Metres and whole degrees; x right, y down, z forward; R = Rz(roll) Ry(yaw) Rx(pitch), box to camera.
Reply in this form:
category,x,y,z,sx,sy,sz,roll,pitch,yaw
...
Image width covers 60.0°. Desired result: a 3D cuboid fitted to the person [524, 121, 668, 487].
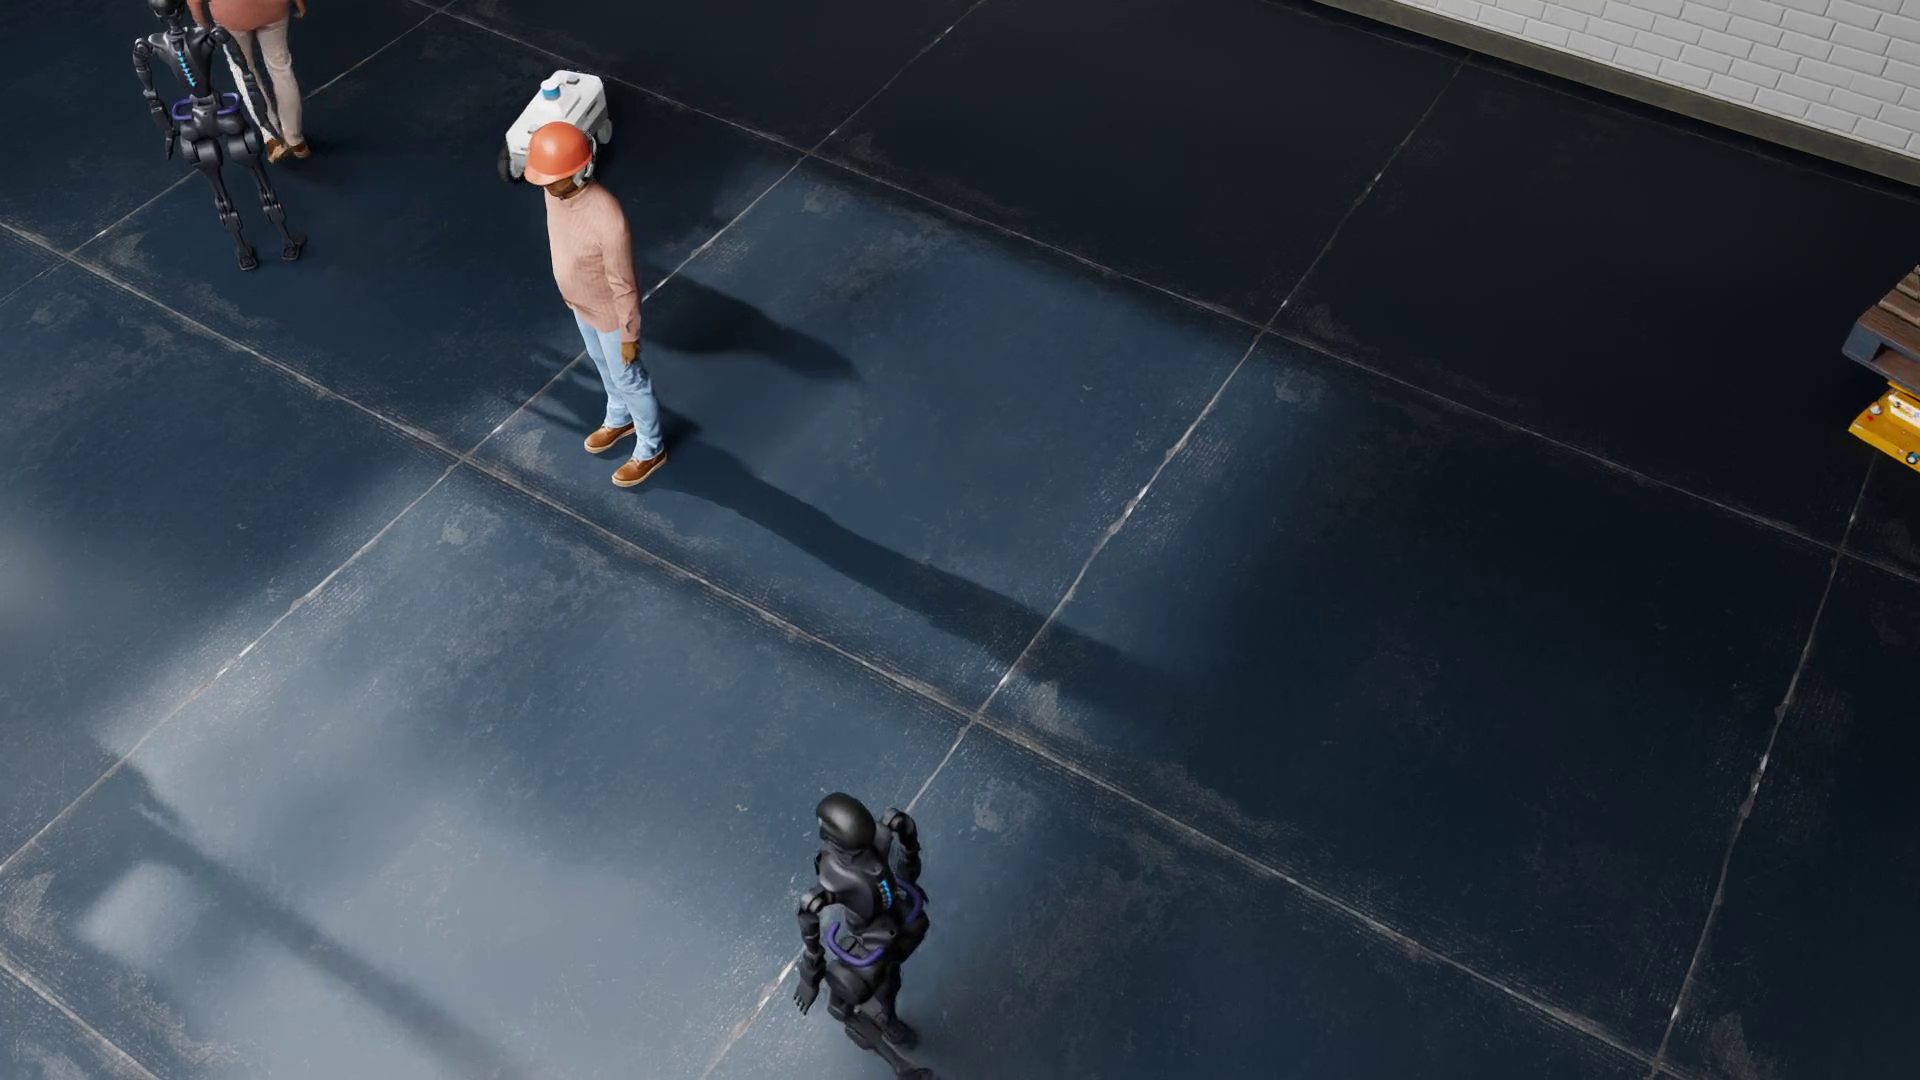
category,x,y,z,sx,sy,sz,roll,pitch,yaw
person,-1.659,-1.076,7.620,0.402,1.986,0.610,-31,56,-24

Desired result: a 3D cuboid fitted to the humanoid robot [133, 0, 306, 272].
category,x,y,z,sx,sy,sz,roll,pitch,yaw
humanoid robot,-3.926,-2.169,8.767,0.599,1.657,0.315,-11,50,-10

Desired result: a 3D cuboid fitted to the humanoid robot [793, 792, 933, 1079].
category,x,y,z,sx,sy,sz,roll,pitch,yaw
humanoid robot,-0.268,1.381,5.667,0.454,1.645,0.598,33,56,25

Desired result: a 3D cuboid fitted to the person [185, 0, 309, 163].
category,x,y,z,sx,sy,sz,roll,pitch,yaw
person,-3.983,-2.997,9.323,0.632,1.953,0.494,-21,52,-18

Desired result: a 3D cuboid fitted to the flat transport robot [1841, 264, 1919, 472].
category,x,y,z,sx,sy,sz,roll,pitch,yaw
flat transport robot,5.225,-0.776,8.493,1.431,0.231,0.659,-34,57,-26

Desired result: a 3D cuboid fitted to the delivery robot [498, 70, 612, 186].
category,x,y,z,sx,sy,sz,roll,pitch,yaw
delivery robot,-2.351,-2.396,9.725,0.499,0.603,0.807,12,50,11
